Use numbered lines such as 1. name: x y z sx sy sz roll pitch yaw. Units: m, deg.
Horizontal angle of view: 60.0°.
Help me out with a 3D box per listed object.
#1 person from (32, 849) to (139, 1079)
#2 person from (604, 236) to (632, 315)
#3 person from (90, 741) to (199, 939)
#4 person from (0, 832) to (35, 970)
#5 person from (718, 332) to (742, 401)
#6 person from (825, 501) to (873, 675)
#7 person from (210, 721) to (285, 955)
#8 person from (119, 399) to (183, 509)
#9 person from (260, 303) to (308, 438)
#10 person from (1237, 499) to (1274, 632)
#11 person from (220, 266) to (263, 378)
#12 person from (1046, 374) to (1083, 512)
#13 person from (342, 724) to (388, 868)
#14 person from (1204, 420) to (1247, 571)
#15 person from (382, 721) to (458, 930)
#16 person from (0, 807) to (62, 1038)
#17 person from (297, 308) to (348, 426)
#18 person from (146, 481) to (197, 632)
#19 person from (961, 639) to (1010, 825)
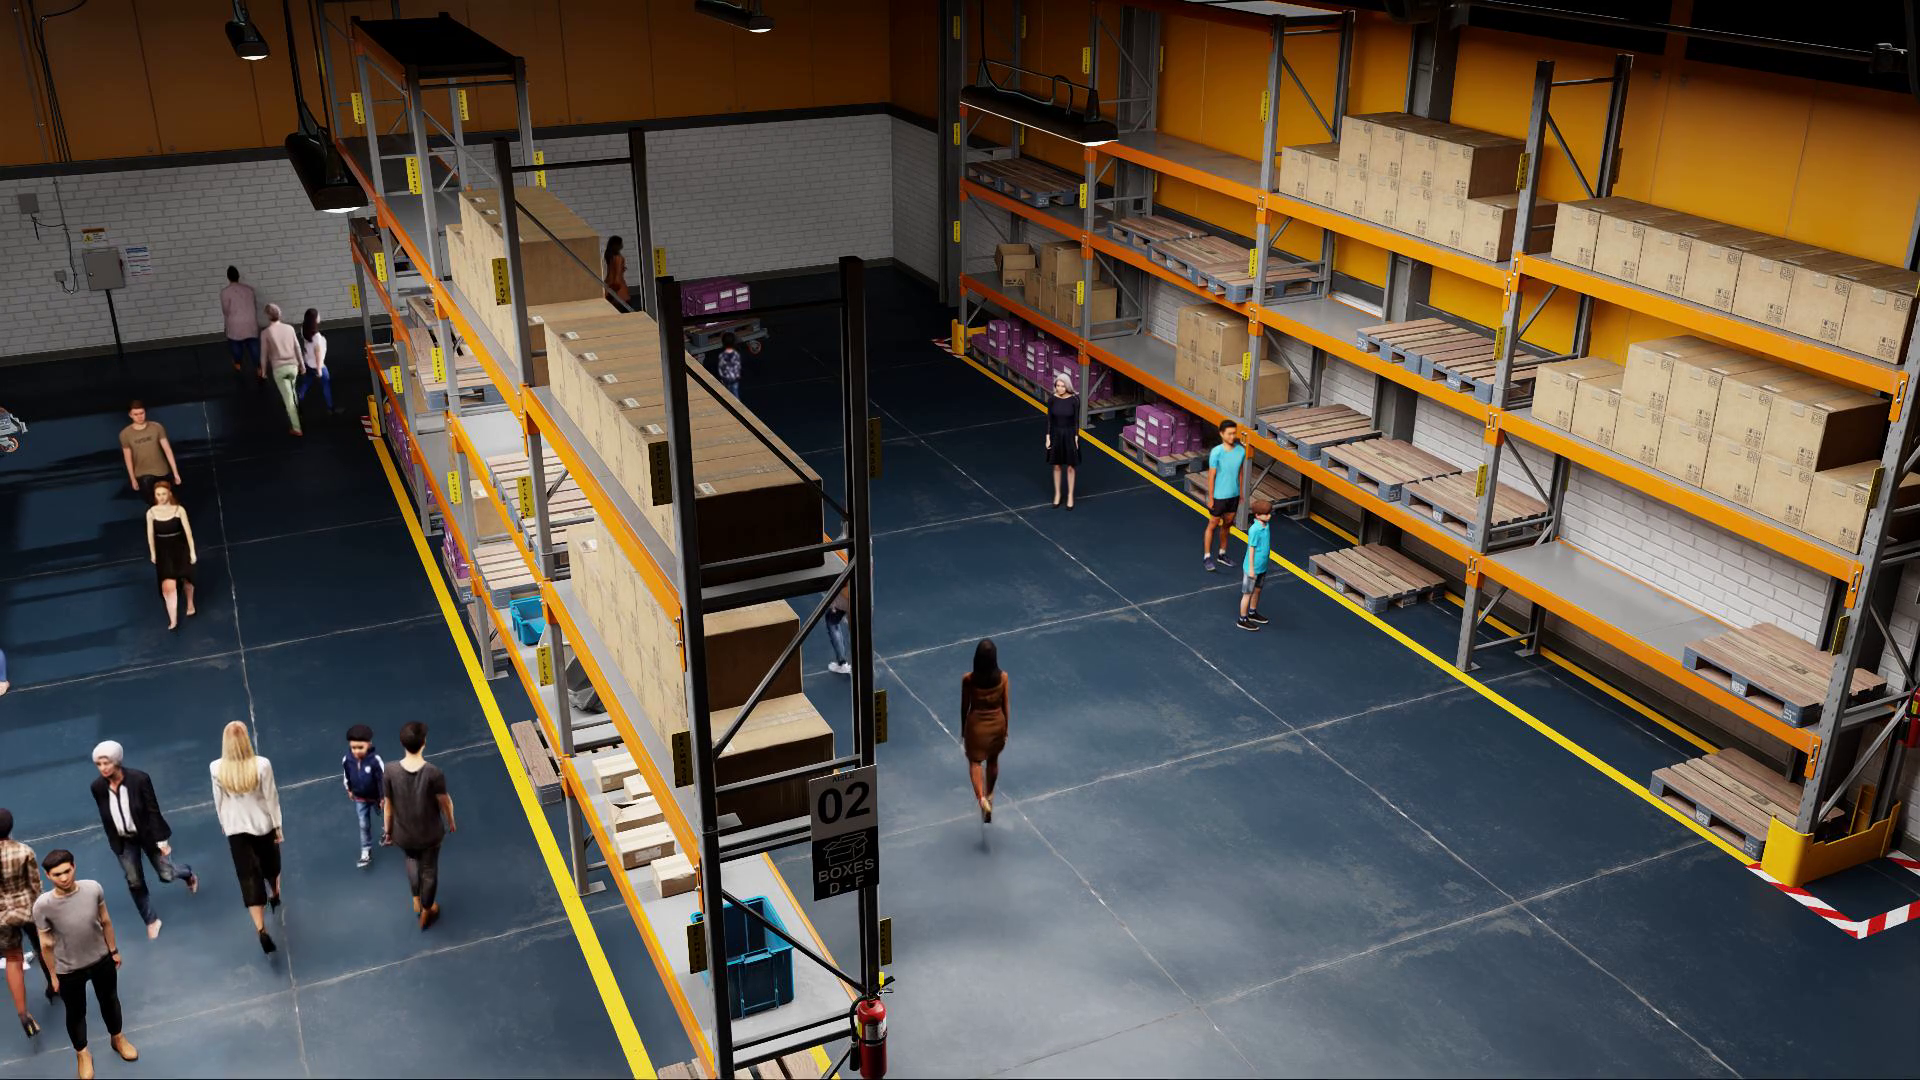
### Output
1. person: -5.950 2.831 11.272 0.663 1.724 0.625 -20 31 -38
2. person: -5.703 -4.116 27.204 0.901 1.693 0.911 -21 31 -39
3. person: -6.202 2.237 12.759 0.931 1.771 1.019 -1 24 -2
4. person: -7.062 2.476 12.088 0.782 1.722 0.834 5 24 10
5. person: -3.258 -2.332 23.713 0.502 1.219 0.808 -10 26 -22
6. person: -1.029 0.547 16.305 0.750 1.878 0.735 -16 28 -32
7. person: -5.321 2.254 12.475 0.660 1.818 1.171 -9 25 -19
8. person: -9.439 -0.774 19.413 0.892 1.810 1.294 -18 29 -35
9. person: -9.226 -2.295 22.846 0.911 1.847 0.839 21 31 39
10. person: 3.114 0.241 17.540 0.592 1.450 0.579 19 30 37
11. person: -10.887 -3.283 25.292 0.843 1.698 1.163 -17 29 -34
12. person: 1.278 -1.219 20.515 0.715 1.742 0.757 6 24 13
13. person: -4.858 2.042 13.734 0.750 1.197 0.905 1 24 2
14. person: 2.994 -0.523 18.884 0.611 1.773 0.485 -11 26 -23
15. person: -4.163 2.226 12.694 0.771 1.694 0.787 0 24 0
16. person: -6.581 2.675 11.576 0.662 1.766 0.982 -8 25 -17
17. person: -9.111 -2.373 23.284 1.170 1.638 1.064 15 28 31
18. person: -8.332 0.113 17.661 0.647 1.587 1.040 -8 25 -18
19. person: 0.224 1.647 14.046 0.743 1.672 0.986 -2 24 -6
